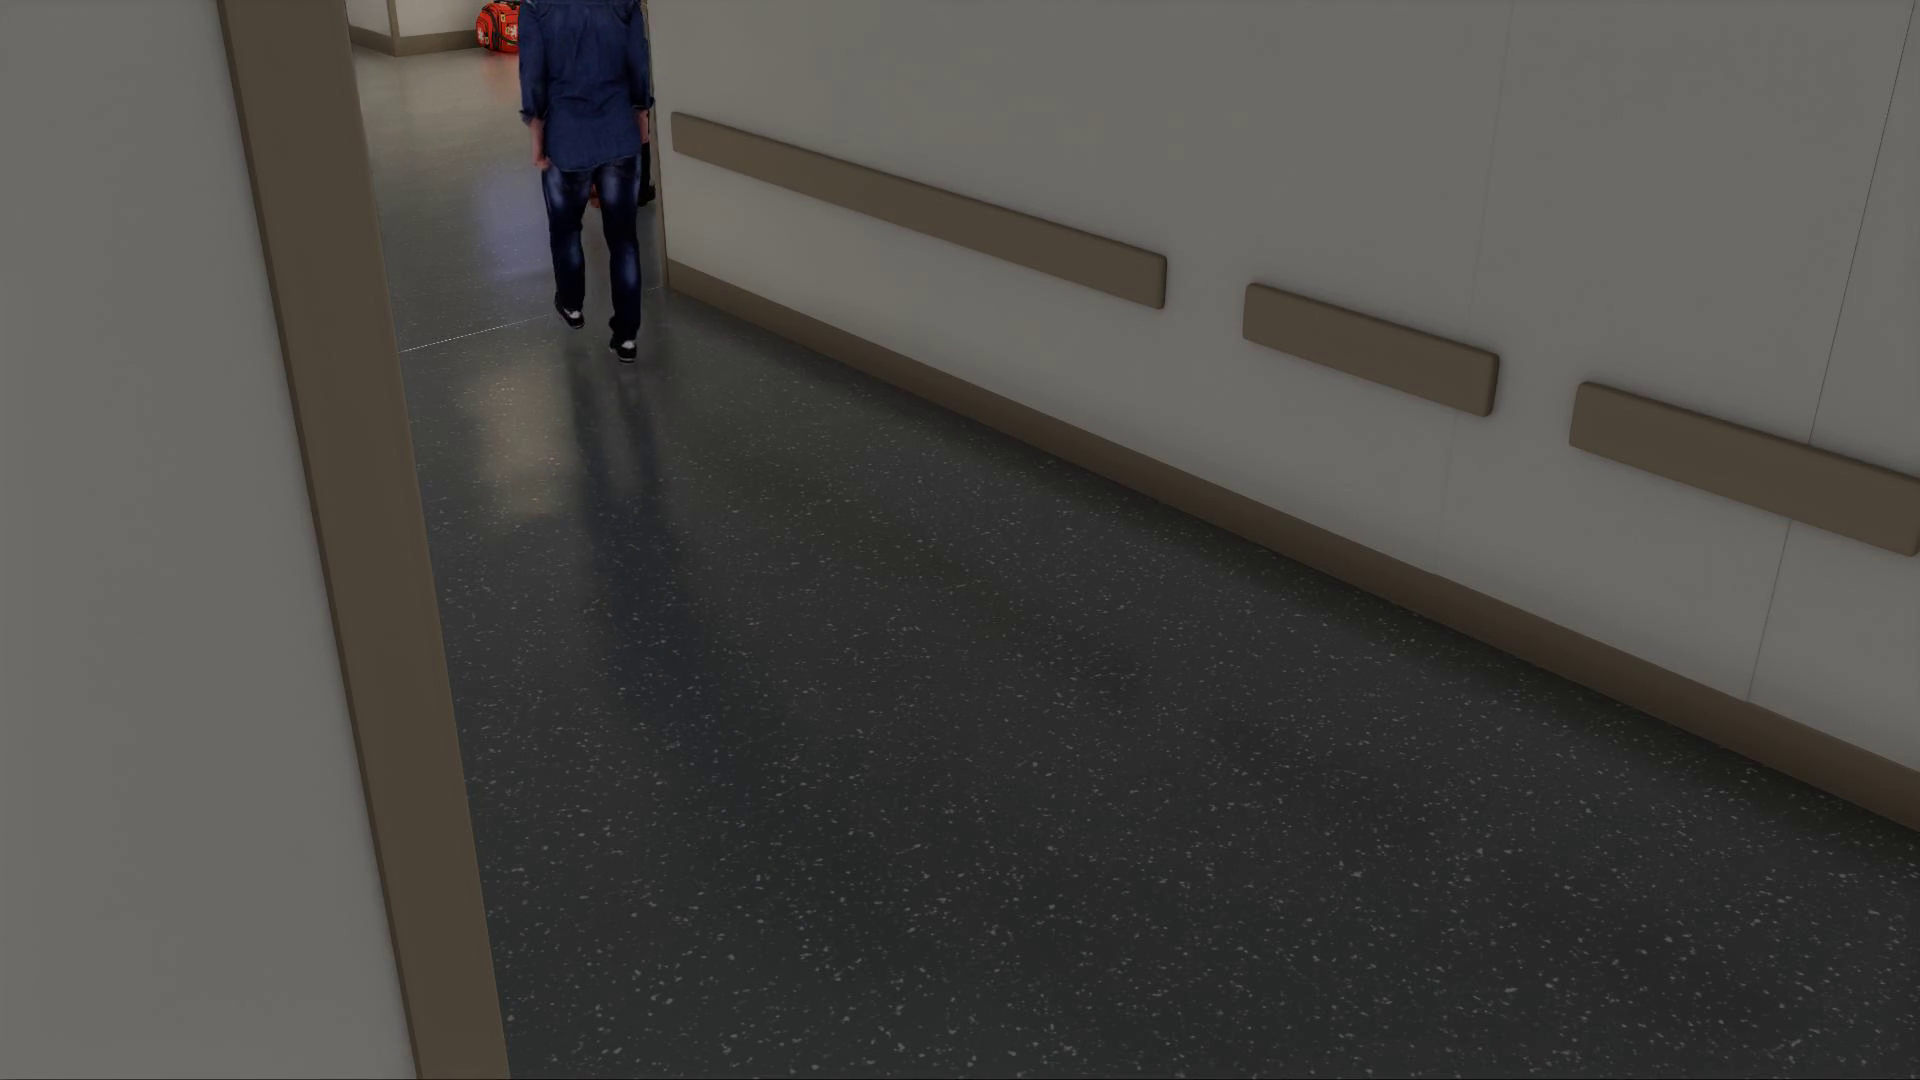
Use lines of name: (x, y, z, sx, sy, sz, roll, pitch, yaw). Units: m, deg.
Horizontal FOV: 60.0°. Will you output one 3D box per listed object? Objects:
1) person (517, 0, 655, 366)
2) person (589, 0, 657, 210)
person: (-1.529, -1.606, 6.986, 1.096, 1.793, 1.017, -10, 27, -19)
person: (-1.946, -2.751, 9.265, 1.051, 1.877, 1.098, 1, 26, 3)
